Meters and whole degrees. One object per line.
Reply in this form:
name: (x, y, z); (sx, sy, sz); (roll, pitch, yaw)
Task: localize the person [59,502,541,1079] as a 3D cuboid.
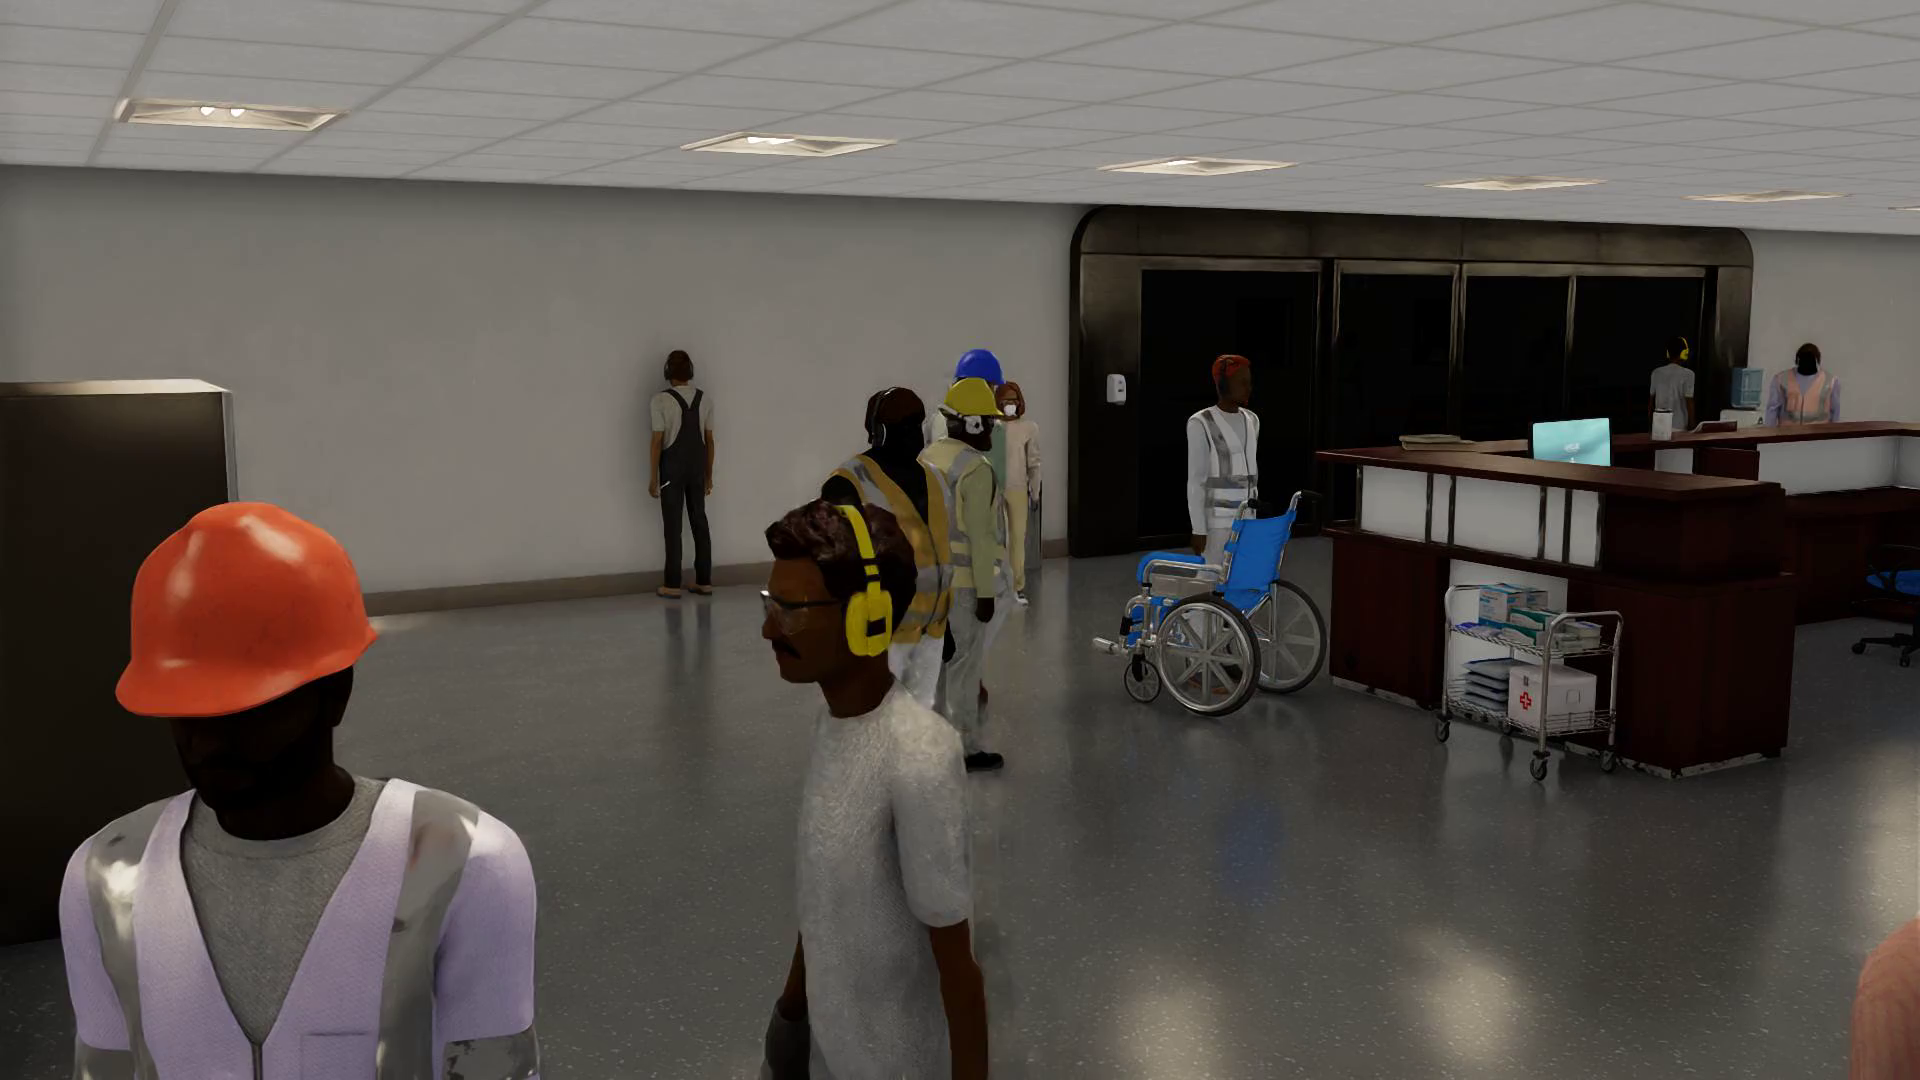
person: (-0.745, 0.912, 1.909); (0.539, 1.929, 0.389); (0, 8, 0)

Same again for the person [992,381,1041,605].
person: (0.332, -0.330, 11.976); (0.504, 1.627, 0.285); (-1, 8, -6)

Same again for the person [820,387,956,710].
person: (-0.236, 0.342, 6.330); (0.429, 1.844, 0.626); (6, 10, 39)

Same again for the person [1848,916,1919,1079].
person: (1.233, 0.982, 1.953); (0.525, 1.772, 0.305); (-4, 9, -27)

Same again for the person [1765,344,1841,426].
person: (8.196, -1.004, 16.220); (0.638, 1.798, 0.931); (5, 9, 32)

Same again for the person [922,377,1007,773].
person: (0.014, 0.160, 7.726); (0.404, 1.823, 0.587); (-4, 9, -27)

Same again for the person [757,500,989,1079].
person: (-0.247, 0.857, 2.582); (0.896, 1.834, 0.563); (-2, 8, -17)

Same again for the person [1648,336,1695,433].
person: (7.196, -1.118, 16.806); (0.310, 1.864, 0.533); (-5, 9, -30)

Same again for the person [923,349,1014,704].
person: (0.060, -0.056, 8.912); (0.603, 1.923, 0.459); (7, 11, 42)

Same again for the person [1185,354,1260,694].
person: (1.490, -0.095, 9.323); (0.586, 1.883, 0.342); (-8, 11, -44)

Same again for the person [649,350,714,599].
person: (-2.055, -0.483, 12.316); (0.511, 1.839, 0.340); (-6, 10, -38)
